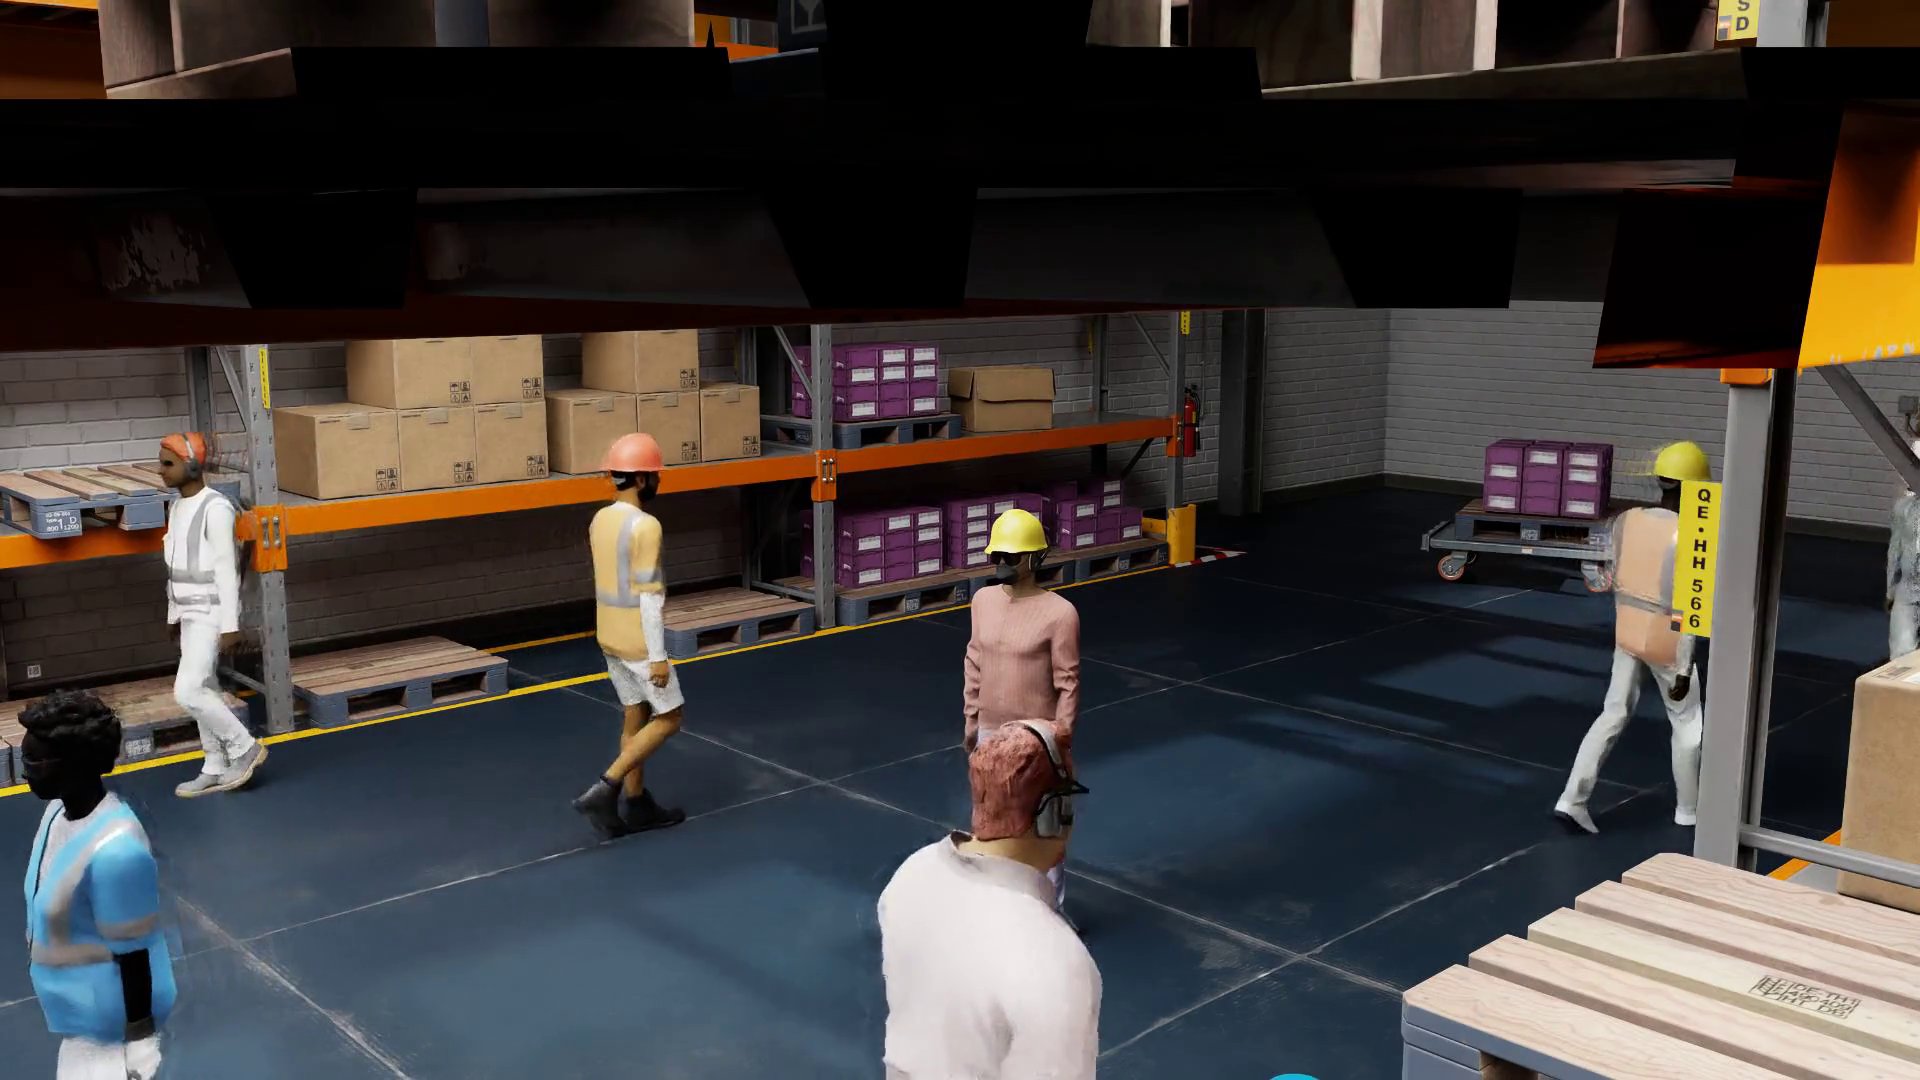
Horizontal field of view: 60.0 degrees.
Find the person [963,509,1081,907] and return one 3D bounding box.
[{"bbox_3d":[0.226,0.753,6.534,0.523,1.769,0.314,7,12,35],"label":"person"}]

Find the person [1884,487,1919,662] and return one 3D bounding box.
[{"bbox_3d":[5.423,0.309,9.315,0.889,1.687,0.505,-9,13,-44],"label":"person"}]

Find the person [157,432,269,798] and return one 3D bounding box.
[{"bbox_3d":[-3.838,0.388,8.372,0.417,1.866,0.599,-9,13,-43],"label":"person"}]

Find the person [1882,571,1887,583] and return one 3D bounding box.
[{"bbox_3d":[7.920,-0.458,13.265,0.618,1.898,0.987,-4,11,-24],"label":"person"}]

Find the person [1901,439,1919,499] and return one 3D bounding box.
[{"bbox_3d":[7.359,-0.210,12.566,0.521,1.619,0.355,-4,11,-23],"label":"person"}]

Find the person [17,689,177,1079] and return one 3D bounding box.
[{"bbox_3d":[-2.136,1.178,4.314,0.748,1.671,0.531,-8,13,-39],"label":"person"}]

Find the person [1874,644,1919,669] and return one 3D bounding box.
[{"bbox_3d":[6.108,0.096,10.045,0.920,1.901,0.556,3,10,16],"label":"person"}]

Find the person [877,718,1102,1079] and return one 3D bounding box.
[{"bbox_3d":[-0.010,1.277,3.231,0.967,1.858,0.692,-6,11,-31],"label":"person"}]

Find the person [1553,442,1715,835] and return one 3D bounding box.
[{"bbox_3d":[3.234,0.473,7.829,0.949,1.887,0.602,-5,11,-26],"label":"person"}]

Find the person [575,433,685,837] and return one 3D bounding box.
[{"bbox_3d":[-1.543,0.466,7.757,0.503,1.924,0.570,-7,12,-37],"label":"person"}]
